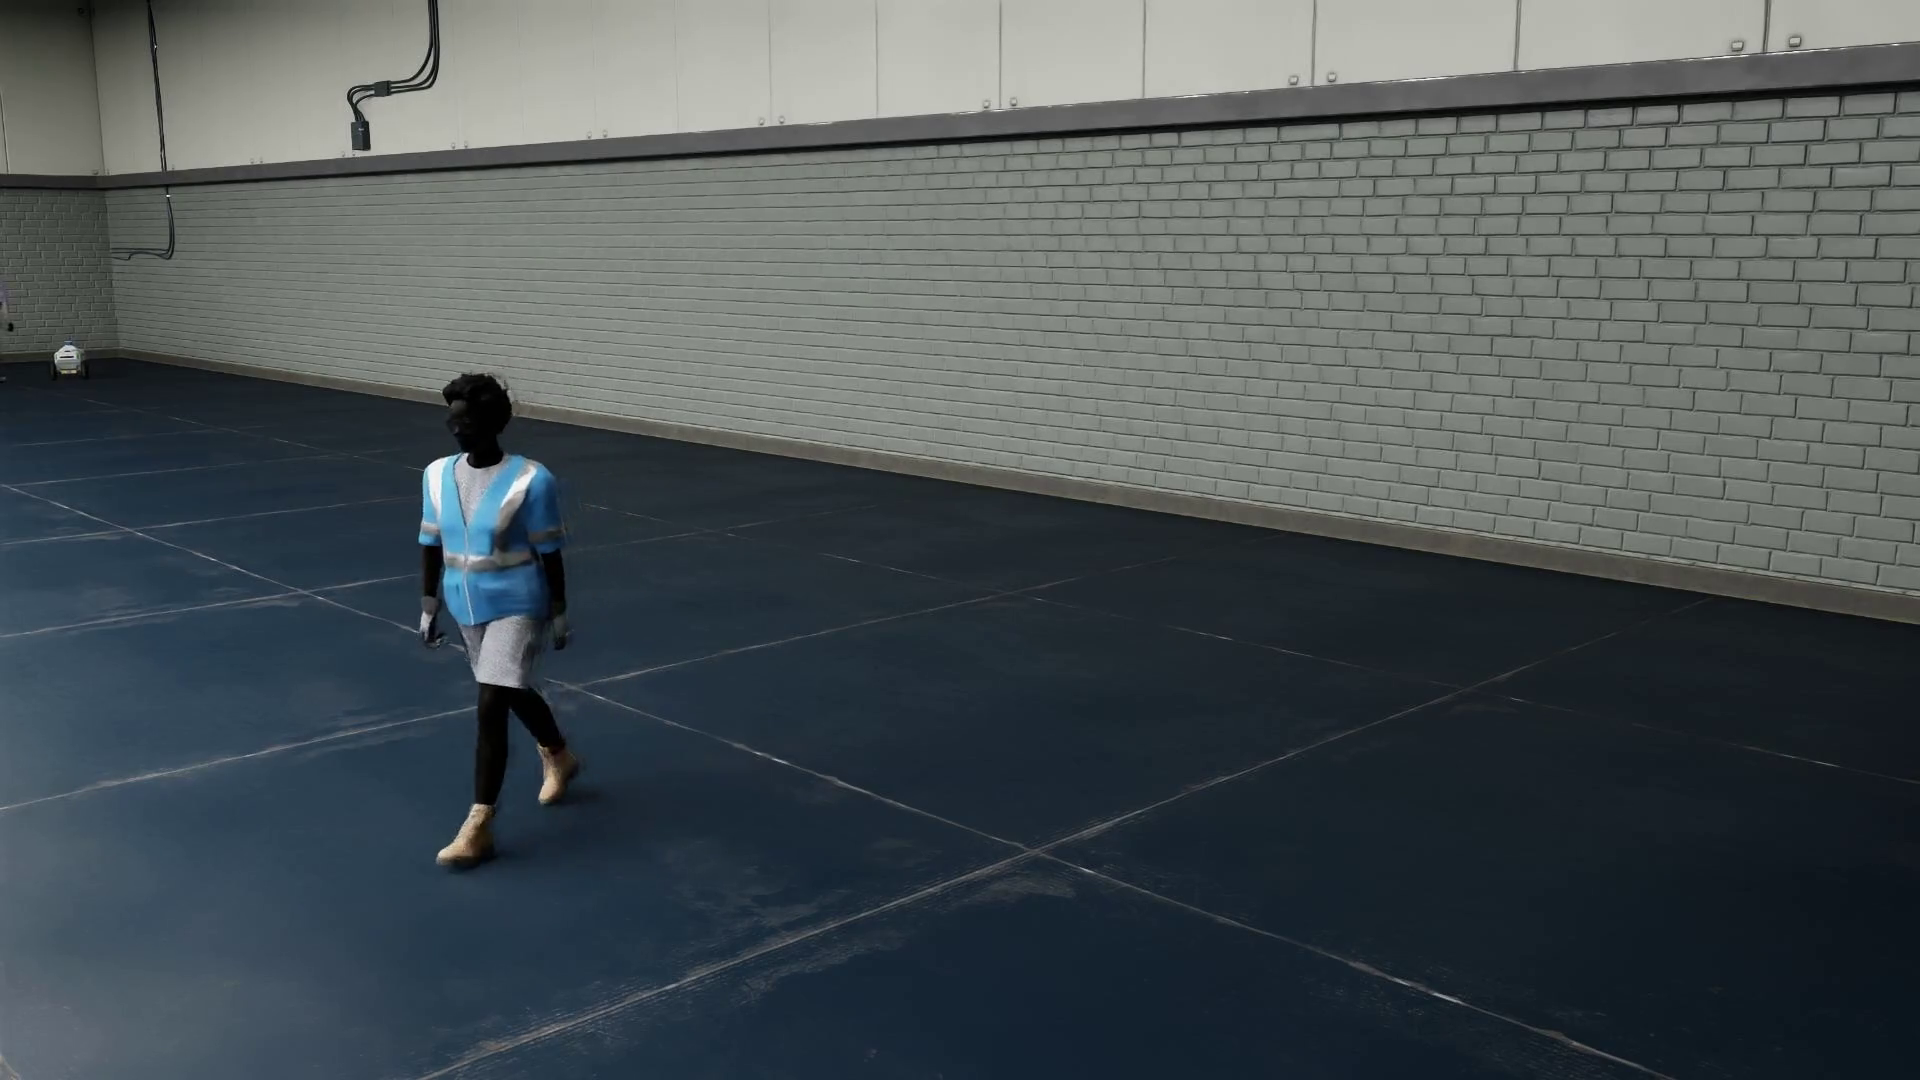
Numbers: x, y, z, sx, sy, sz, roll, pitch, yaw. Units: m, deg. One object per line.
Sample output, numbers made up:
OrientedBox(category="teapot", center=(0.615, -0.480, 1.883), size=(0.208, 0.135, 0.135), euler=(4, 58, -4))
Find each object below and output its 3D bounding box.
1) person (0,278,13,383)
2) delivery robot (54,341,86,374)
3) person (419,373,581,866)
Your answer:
OrientedBox(category="person", center=(-13.781, -3.119, 23.495), size=(0.586, 1.886, 0.984), euler=(-1, 10, -6))
OrientedBox(category="delivery robot", center=(-13.240, -2.714, 24.744), size=(0.477, 0.478, 0.707), euler=(-4, 11, -20))
OrientedBox(category="person", center=(-1.613, 0.225, 5.872), size=(0.528, 1.652, 0.890), euler=(4, 11, 23))
